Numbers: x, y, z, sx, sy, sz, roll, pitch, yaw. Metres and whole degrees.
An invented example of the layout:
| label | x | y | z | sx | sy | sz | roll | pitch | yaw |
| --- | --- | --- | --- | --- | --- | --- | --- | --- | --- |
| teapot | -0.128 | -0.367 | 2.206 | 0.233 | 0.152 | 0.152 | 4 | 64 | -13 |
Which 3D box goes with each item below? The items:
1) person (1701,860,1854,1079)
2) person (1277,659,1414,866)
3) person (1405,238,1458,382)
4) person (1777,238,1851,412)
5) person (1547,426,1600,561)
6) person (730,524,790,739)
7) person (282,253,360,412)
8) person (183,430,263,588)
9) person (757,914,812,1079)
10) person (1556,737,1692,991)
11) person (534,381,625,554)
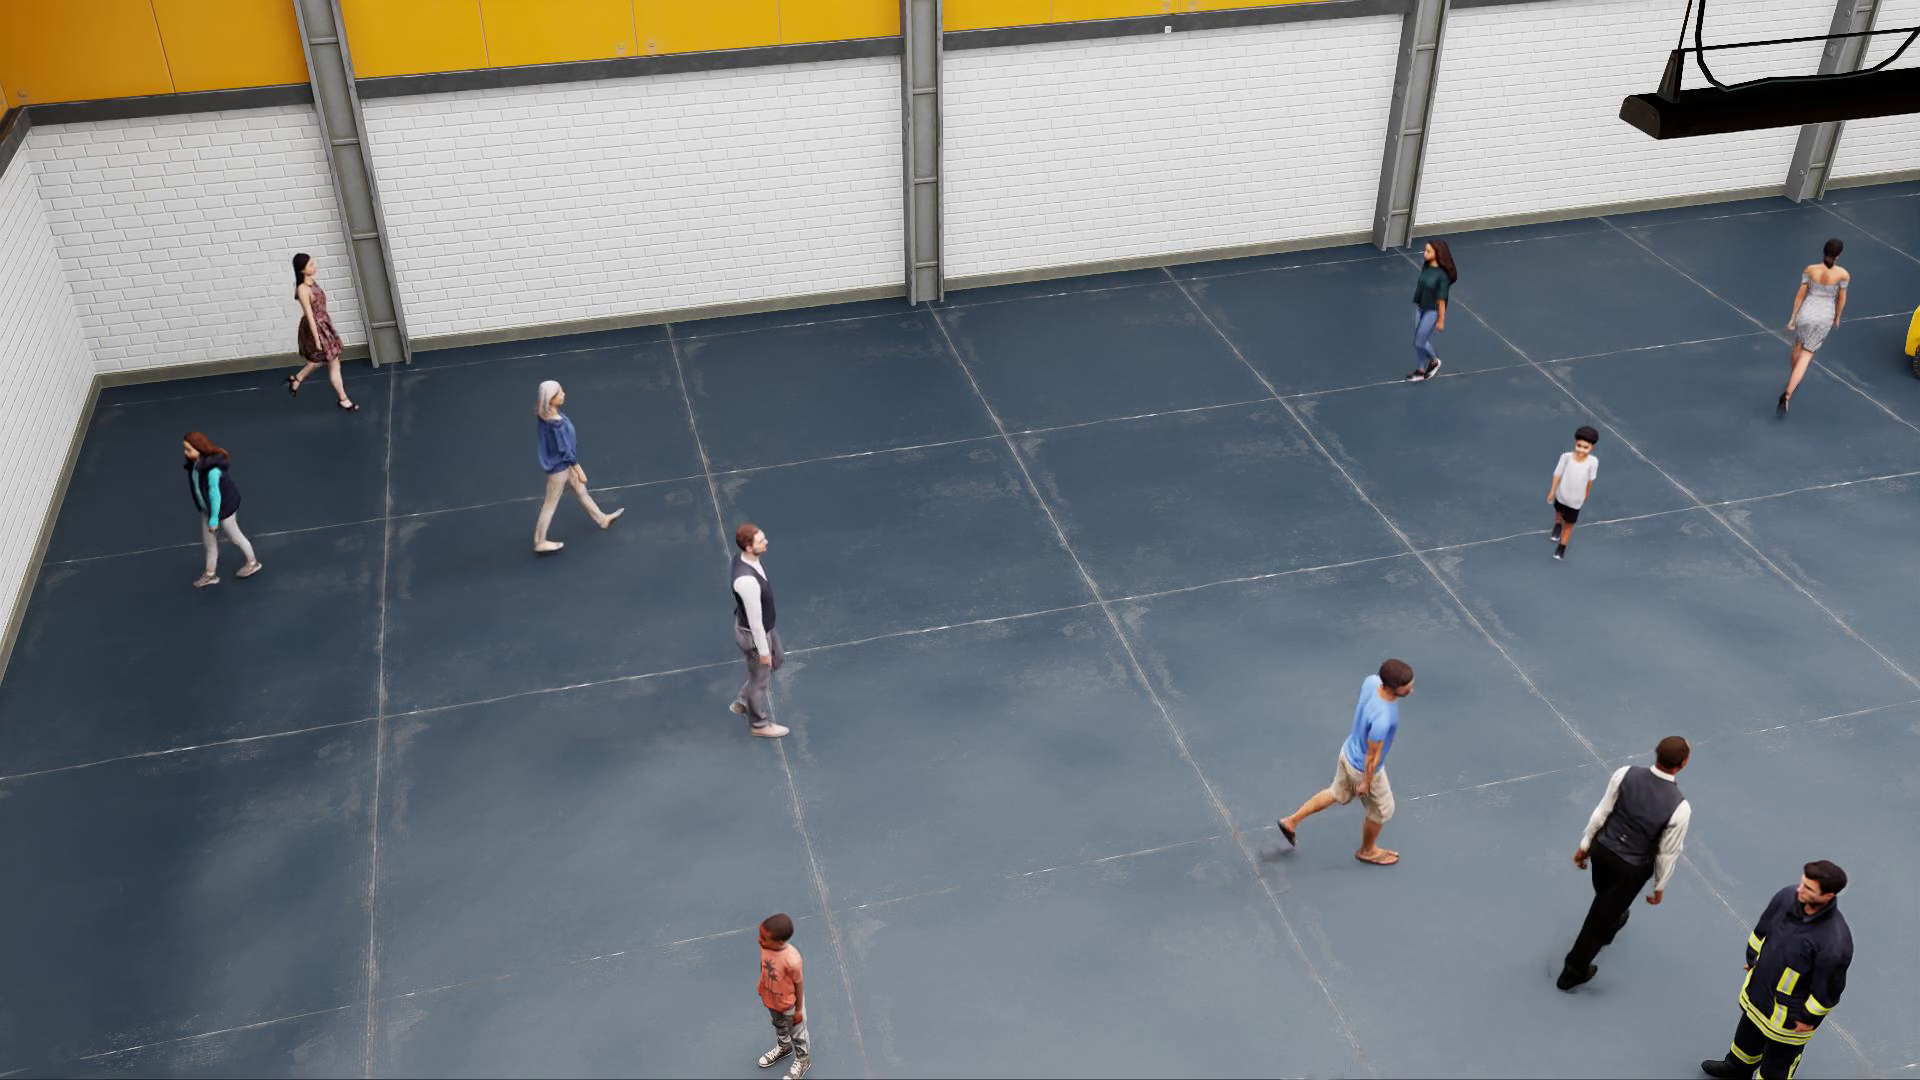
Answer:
| label | x | y | z | sx | sy | sz | roll | pitch | yaw |
| --- | --- | --- | --- | --- | --- | --- | --- | --- | --- |
| person | 4.786 | 2.570 | 9.605 | 0.664 | 1.927 | 0.800 | -6 | 34 | -9 |
| person | 2.663 | 1.506 | 11.297 | 1.179 | 1.826 | 0.860 | -3 | 34 | -4 |
| person | 4.968 | -2.391 | 17.358 | 0.639 | 1.607 | 0.615 | -11 | 35 | -16 |
| person | 8.592 | -2.129 | 16.813 | 0.980 | 1.773 | 1.156 | 26 | 42 | 33 |
| person | 5.448 | -0.475 | 14.822 | 0.871 | 1.223 | 0.898 | 15 | 37 | 22 |
| person | -1.616 | 0.684 | 12.446 | 0.744 | 1.924 | 0.734 | -2 | 34 | -3 |
| person | -6.517 | -2.047 | 16.703 | 0.966 | 1.760 | 0.704 | -4 | 34 | -5 |
| person | -6.331 | -0.304 | 14.334 | 0.834 | 1.479 | 0.931 | 23 | 40 | 30 |
| person | -1.050 | 2.711 | 9.951 | 0.560 | 1.309 | 0.589 | 28 | 43 | 35 |
| person | 4.099 | 2.052 | 10.436 | 1.193 | 1.871 | 0.950 | -22 | 40 | -30 |
| person | -3.617 | -0.605 | 14.631 | 1.152 | 1.650 | 0.774 | -15 | 37 | -22 |
